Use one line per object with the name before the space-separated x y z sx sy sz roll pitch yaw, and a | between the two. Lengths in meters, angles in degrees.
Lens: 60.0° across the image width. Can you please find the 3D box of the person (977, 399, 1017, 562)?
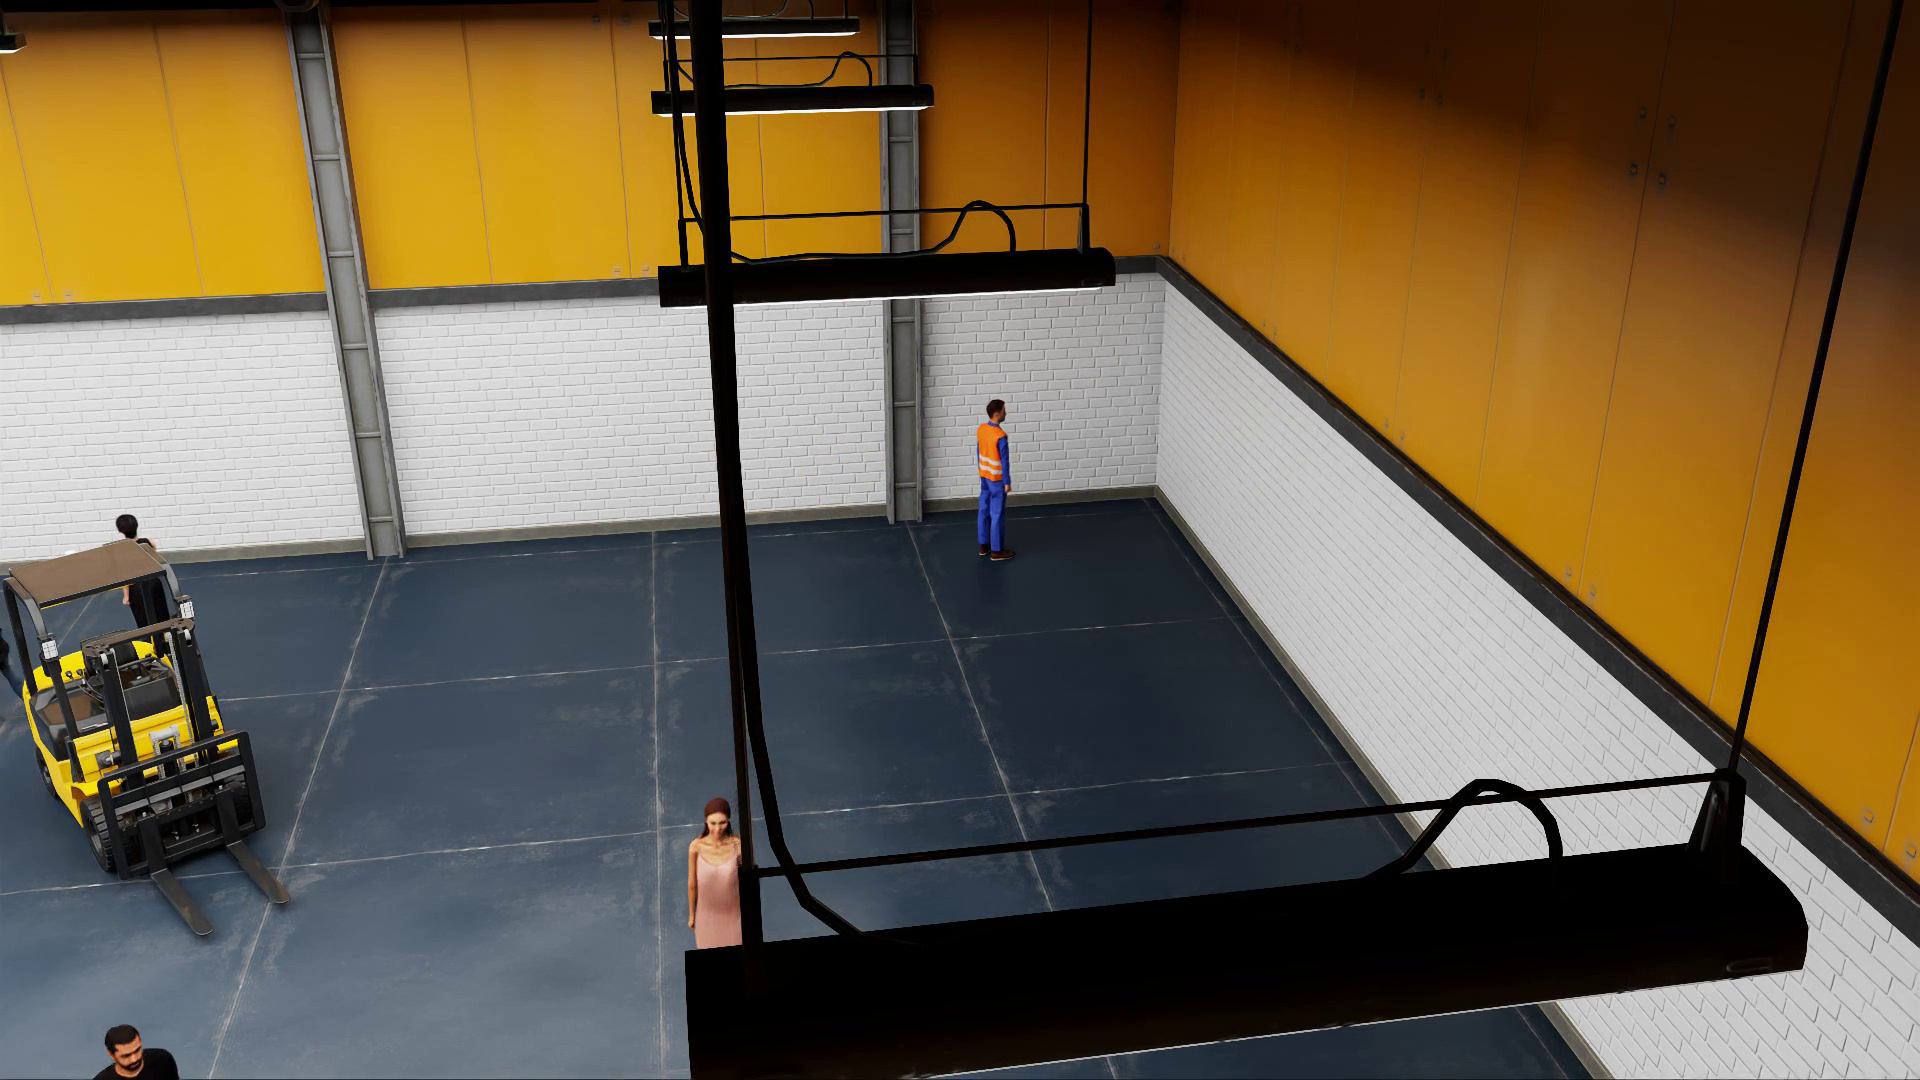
person | 0.378 -0.688 18.715 0.763 1.861 0.781 -15 28 -31

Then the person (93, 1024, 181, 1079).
person | -4.651 3.420 9.471 0.899 1.739 0.840 16 28 32

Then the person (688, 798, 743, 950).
person | -1.616 2.546 11.355 0.509 1.832 0.700 0 24 0

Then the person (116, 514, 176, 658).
person | -8.001 0.496 16.326 0.695 1.605 0.656 13 27 26
